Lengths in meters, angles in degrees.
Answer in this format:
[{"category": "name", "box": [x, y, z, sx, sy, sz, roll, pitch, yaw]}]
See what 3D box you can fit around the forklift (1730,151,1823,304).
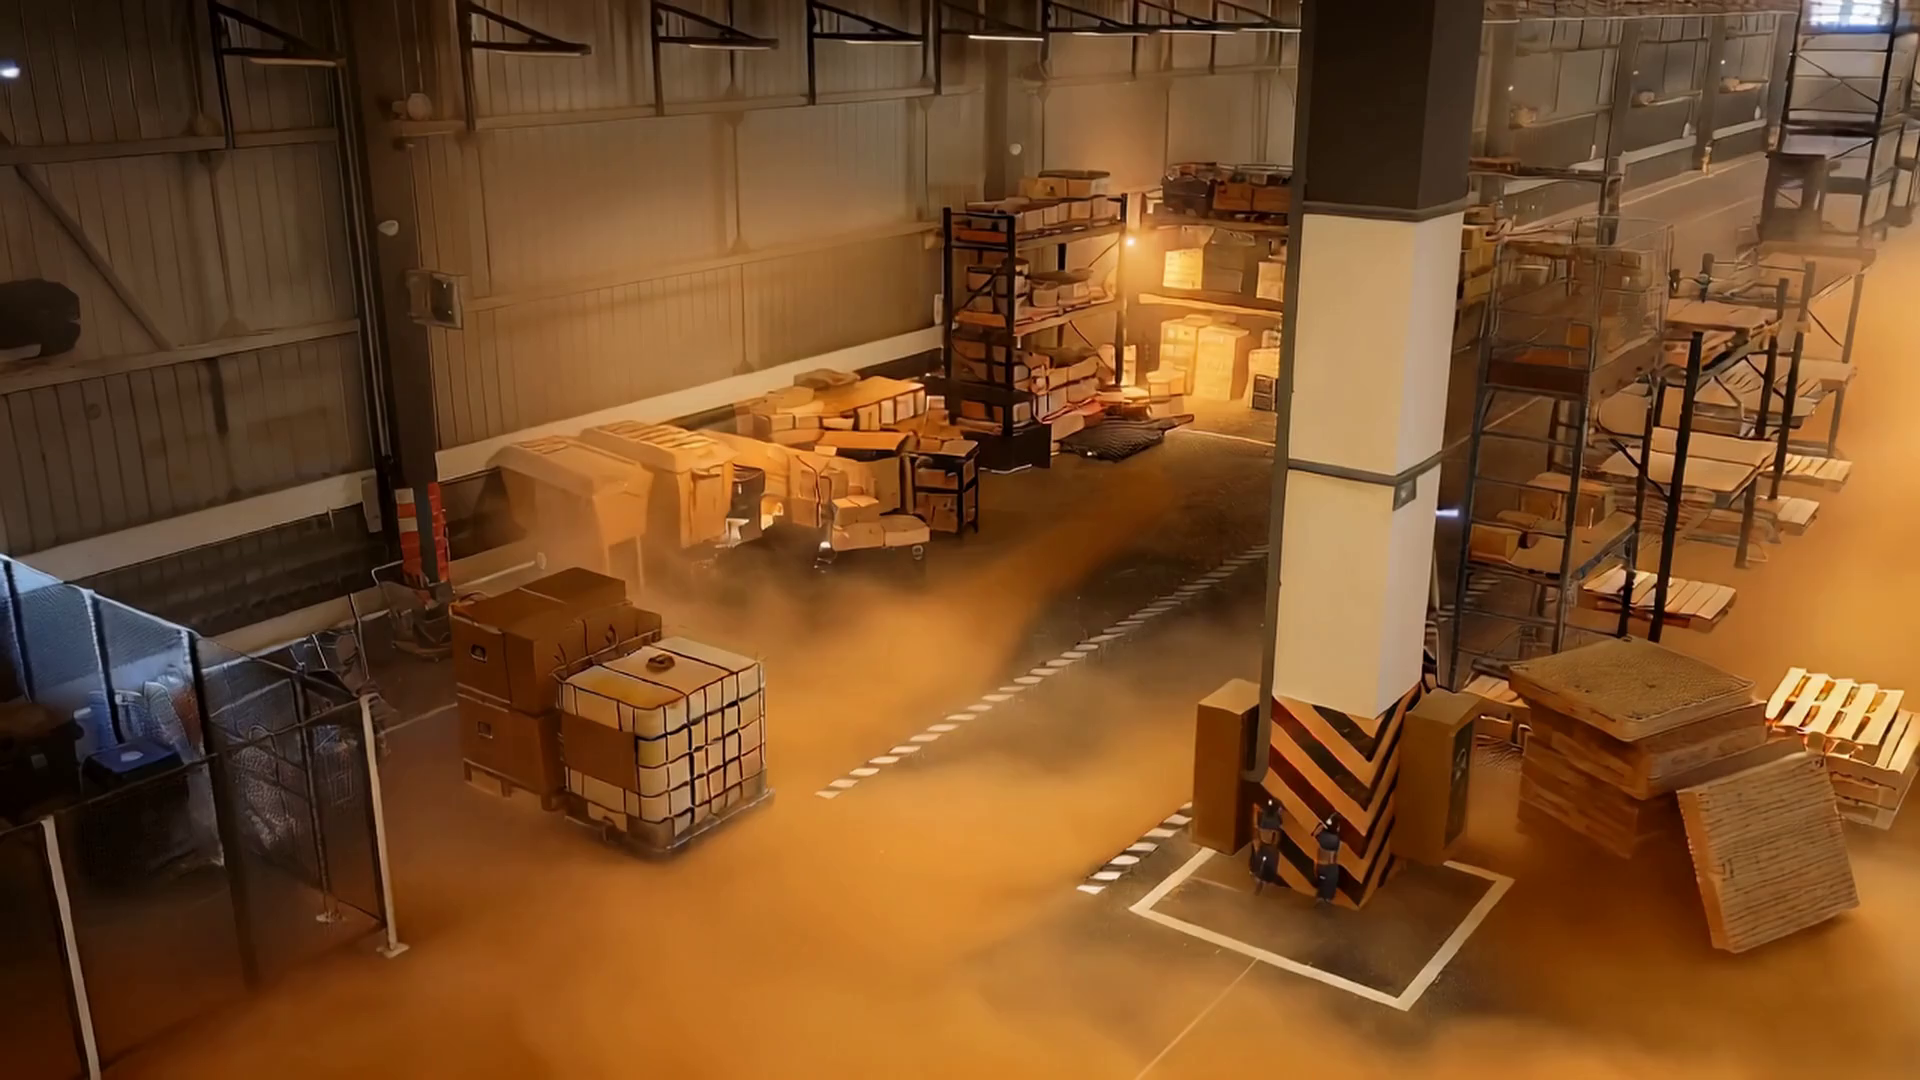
[{"category": "forklift", "box": [16.021, -6.114, 32.331, 1.129, 2.768, 1.873, 16, 24, 41]}]
